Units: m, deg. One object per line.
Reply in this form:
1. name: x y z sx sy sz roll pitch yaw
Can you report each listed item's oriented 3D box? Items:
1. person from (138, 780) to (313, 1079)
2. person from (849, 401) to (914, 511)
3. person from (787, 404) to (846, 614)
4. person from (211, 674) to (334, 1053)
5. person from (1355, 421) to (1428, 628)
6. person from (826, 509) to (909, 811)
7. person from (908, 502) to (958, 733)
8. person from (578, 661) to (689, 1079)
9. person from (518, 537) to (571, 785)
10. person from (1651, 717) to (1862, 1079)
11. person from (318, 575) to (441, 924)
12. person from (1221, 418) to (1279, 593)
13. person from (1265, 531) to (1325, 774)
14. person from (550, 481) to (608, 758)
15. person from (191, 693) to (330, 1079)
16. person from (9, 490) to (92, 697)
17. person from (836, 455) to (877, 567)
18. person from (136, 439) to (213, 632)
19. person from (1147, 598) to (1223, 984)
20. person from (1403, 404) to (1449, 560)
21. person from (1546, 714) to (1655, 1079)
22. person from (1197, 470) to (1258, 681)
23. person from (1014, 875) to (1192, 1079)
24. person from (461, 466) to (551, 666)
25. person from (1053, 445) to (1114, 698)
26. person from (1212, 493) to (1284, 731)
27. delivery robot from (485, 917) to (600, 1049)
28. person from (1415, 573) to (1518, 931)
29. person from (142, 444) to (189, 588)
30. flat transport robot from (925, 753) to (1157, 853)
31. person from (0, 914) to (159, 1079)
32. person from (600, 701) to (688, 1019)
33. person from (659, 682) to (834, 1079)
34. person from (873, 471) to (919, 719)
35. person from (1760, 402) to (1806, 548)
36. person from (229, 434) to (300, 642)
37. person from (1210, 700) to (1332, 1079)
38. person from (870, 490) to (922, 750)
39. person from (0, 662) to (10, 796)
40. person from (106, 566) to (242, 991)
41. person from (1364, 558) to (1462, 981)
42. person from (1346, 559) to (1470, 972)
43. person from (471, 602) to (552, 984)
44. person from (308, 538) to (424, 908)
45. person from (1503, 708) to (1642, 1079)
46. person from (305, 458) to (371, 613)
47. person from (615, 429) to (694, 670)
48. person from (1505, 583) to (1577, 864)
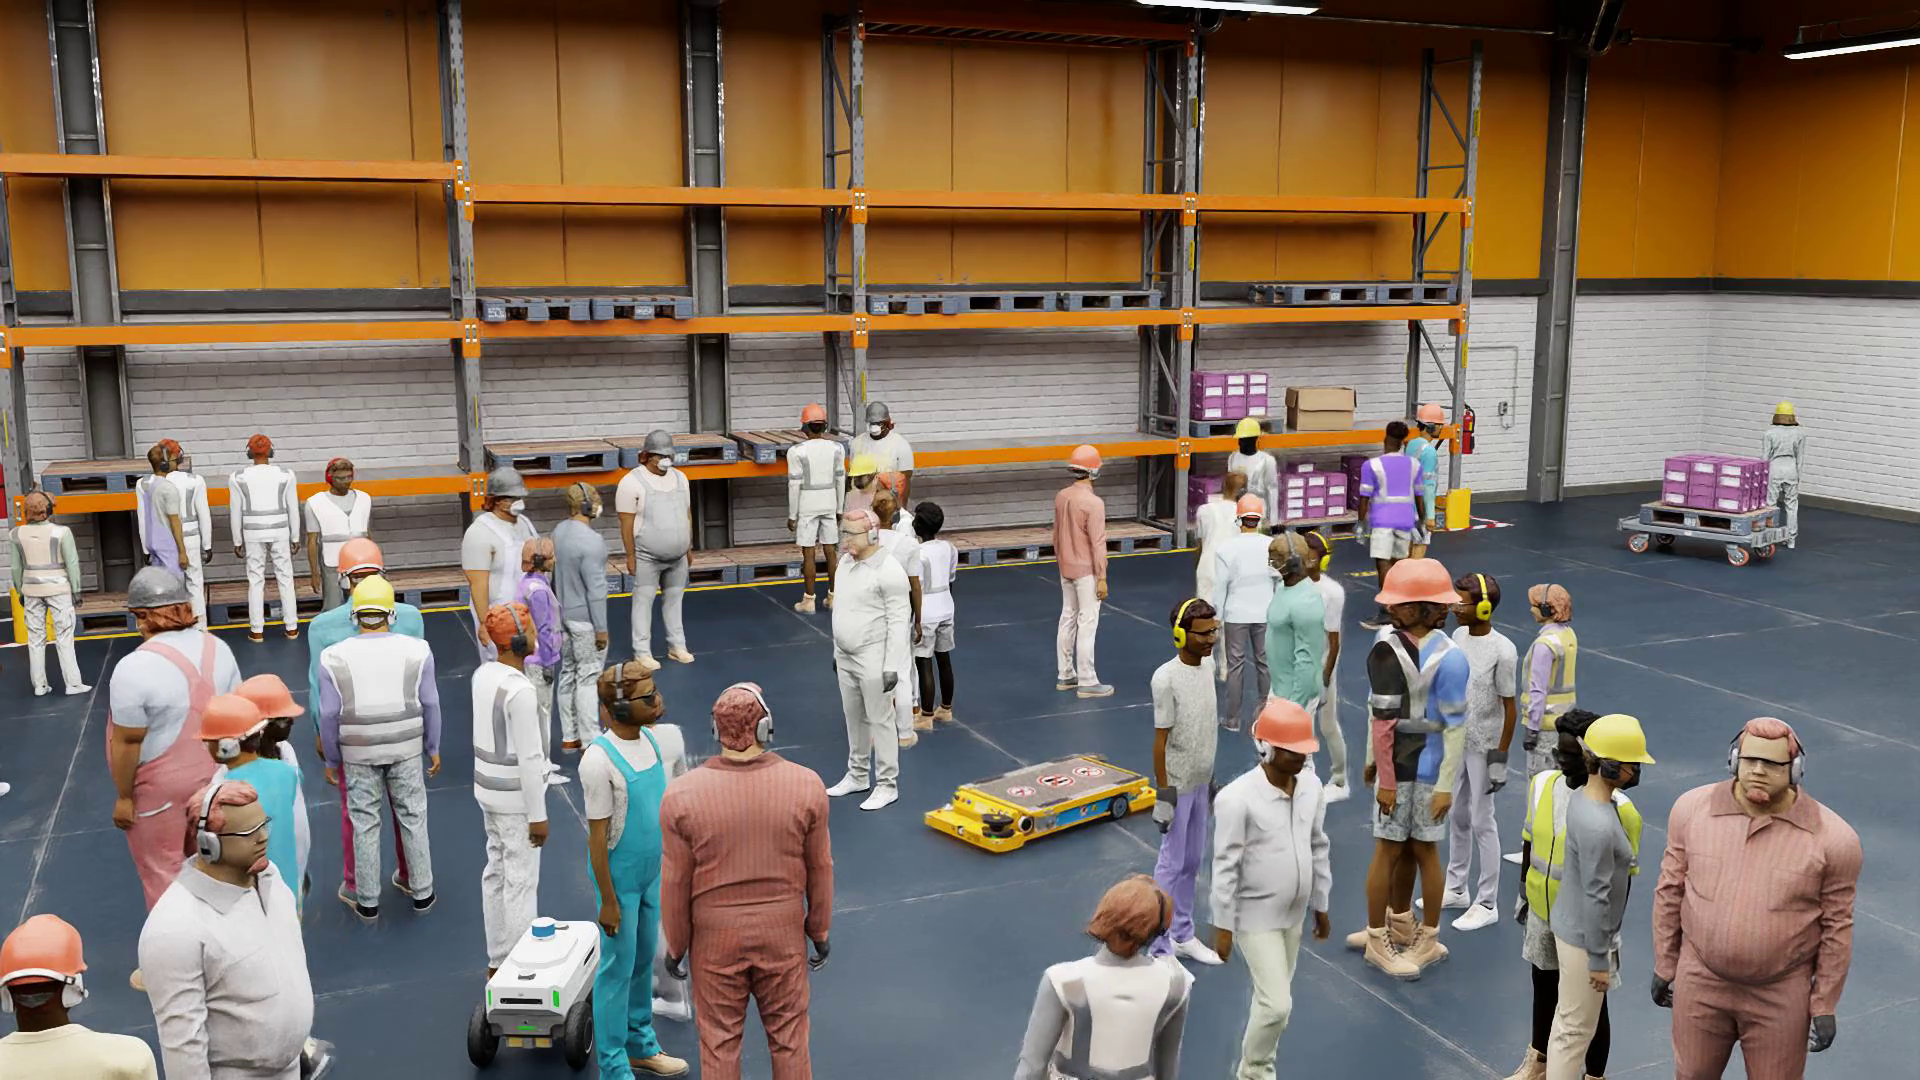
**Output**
1. person: -2.211 1.670 5.176 0.407 1.910 0.639 1 10 5
2. person: -0.832 -0.398 16.709 0.683 2.000 0.537 4 11 23
3. person: -1.404 -0.299 16.129 0.608 2.044 0.370 -6 12 -32
4. person: -2.899 1.424 7.033 0.332 1.750 0.573 0 10 1
5. person: 4.042 -0.151 15.656 0.664 1.920 0.679 -2 10 -12
6. person: -0.612 0.743 10.521 0.409 1.905 0.651 -8 13 -39
7. person: -0.227 0.561 12.166 0.319 1.699 0.532 7 12 36
8. person: -1.350 1.407 6.872 0.345 1.847 0.508 3 10 16
9. person: -2.777 0.794 10.997 0.310 1.638 0.523 -4 11 -24
10. person: 2.757 1.551 5.851 0.642 1.913 0.408 7 12 35
11. person: -3.031 1.092 8.724 0.600 1.830 0.403 -4 11 -22
12. person: 2.817 -0.264 16.406 1.003 1.872 0.592 -6 12 -32
13. person: 1.894 0.899 9.542 0.373 1.935 0.627 0 10 1
14. person: -2.609 0.556 11.506 0.374 1.939 0.628 -8 12 -38
15. person: -2.865 1.471 6.805 0.504 1.736 0.577 2 10 9
16. person: -7.176 0.429 13.090 0.514 1.642 0.310 0 10 -2
17. person: -0.810 0.124 14.556 0.398 1.749 0.537 -9 13 -42
18. person: -6.856 0.052 14.566 0.579 1.883 0.352 -3 10 -19
19. person: 1.109 1.191 8.044 0.313 1.869 0.538 7 12 37
20. person: 4.541 -0.320 16.297 0.419 2.034 0.605 -1 10 -3
21. person: 2.455 1.529 6.428 0.338 1.761 0.525 3 10 17
22. person: 2.110 0.338 13.244 0.504 1.784 0.950 2 10 13
23. person: 0.410 1.828 5.154 0.628 1.609 0.348 -2 10 -13
24. person: -3.103 0.493 11.571 0.536 2.000 0.683 3 10 19
25. person: 0.977 0.240 13.153 0.383 1.994 0.625 -6 11 -29
26. person: 2.107 0.528 12.194 0.561 1.753 0.327 -1 10 -7
27. delivery robot: -1.838 1.918 7.372 0.477 0.478 0.707 0 10 2
28. person: 2.654 1.087 8.651 0.319 1.867 0.532 -4 10 -20
29. person: -6.890 0.086 14.476 0.507 1.847 0.344 7 12 37
30. flat transport robot: 0.538 1.600 10.290 1.431 0.197 0.652 -9 13 -40
31. person: -2.420 1.864 4.521 0.563 1.744 0.337 -3 10 -16
32. person: -1.474 1.391 7.601 0.547 1.608 0.519 7 12 33
33. person: -0.805 1.477 6.299 0.649 1.904 0.401 -2 10 -13
34. person: -0.479 0.416 12.470 0.337 1.882 0.583 -3 10 -16
35. person: 9.744 -0.772 19.753 0.483 1.735 0.342 1 10 6
36. person: -6.254 -0.017 15.002 0.573 1.876 0.355 -4 11 -24
37. person: 1.295 1.492 6.667 0.587 1.737 0.456 -8 13 -38
38. person: -0.522 0.568 11.704 0.516 1.843 0.326 1 10 3
39. person: -6.388 0.740 10.502 0.589 1.920 0.399 -3 10 -19
40. person: -3.806 1.115 7.991 0.535 2.000 0.685 3 10 19
41. person: 2.217 1.095 8.095 0.378 2.045 0.605 9 14 43
42. person: 2.171 1.094 8.112 0.396 2.038 0.614 -5 11 -25
43. person: -2.092 1.222 7.827 0.361 1.883 0.575 -7 12 -36
44. person: -3.170 0.975 8.951 0.614 1.988 0.406 -6 11 -31
45. person: 2.469 1.506 6.726 0.318 1.698 0.535 -6 12 -31
46. person: -5.070 0.234 13.634 0.372 1.841 0.570 8 13 38
47. person: -2.519 0.068 14.023 0.681 2.000 0.535 -9 13 -42
48. person: 3.367 1.053 9.528 0.311 1.632 0.525 7 12 34
